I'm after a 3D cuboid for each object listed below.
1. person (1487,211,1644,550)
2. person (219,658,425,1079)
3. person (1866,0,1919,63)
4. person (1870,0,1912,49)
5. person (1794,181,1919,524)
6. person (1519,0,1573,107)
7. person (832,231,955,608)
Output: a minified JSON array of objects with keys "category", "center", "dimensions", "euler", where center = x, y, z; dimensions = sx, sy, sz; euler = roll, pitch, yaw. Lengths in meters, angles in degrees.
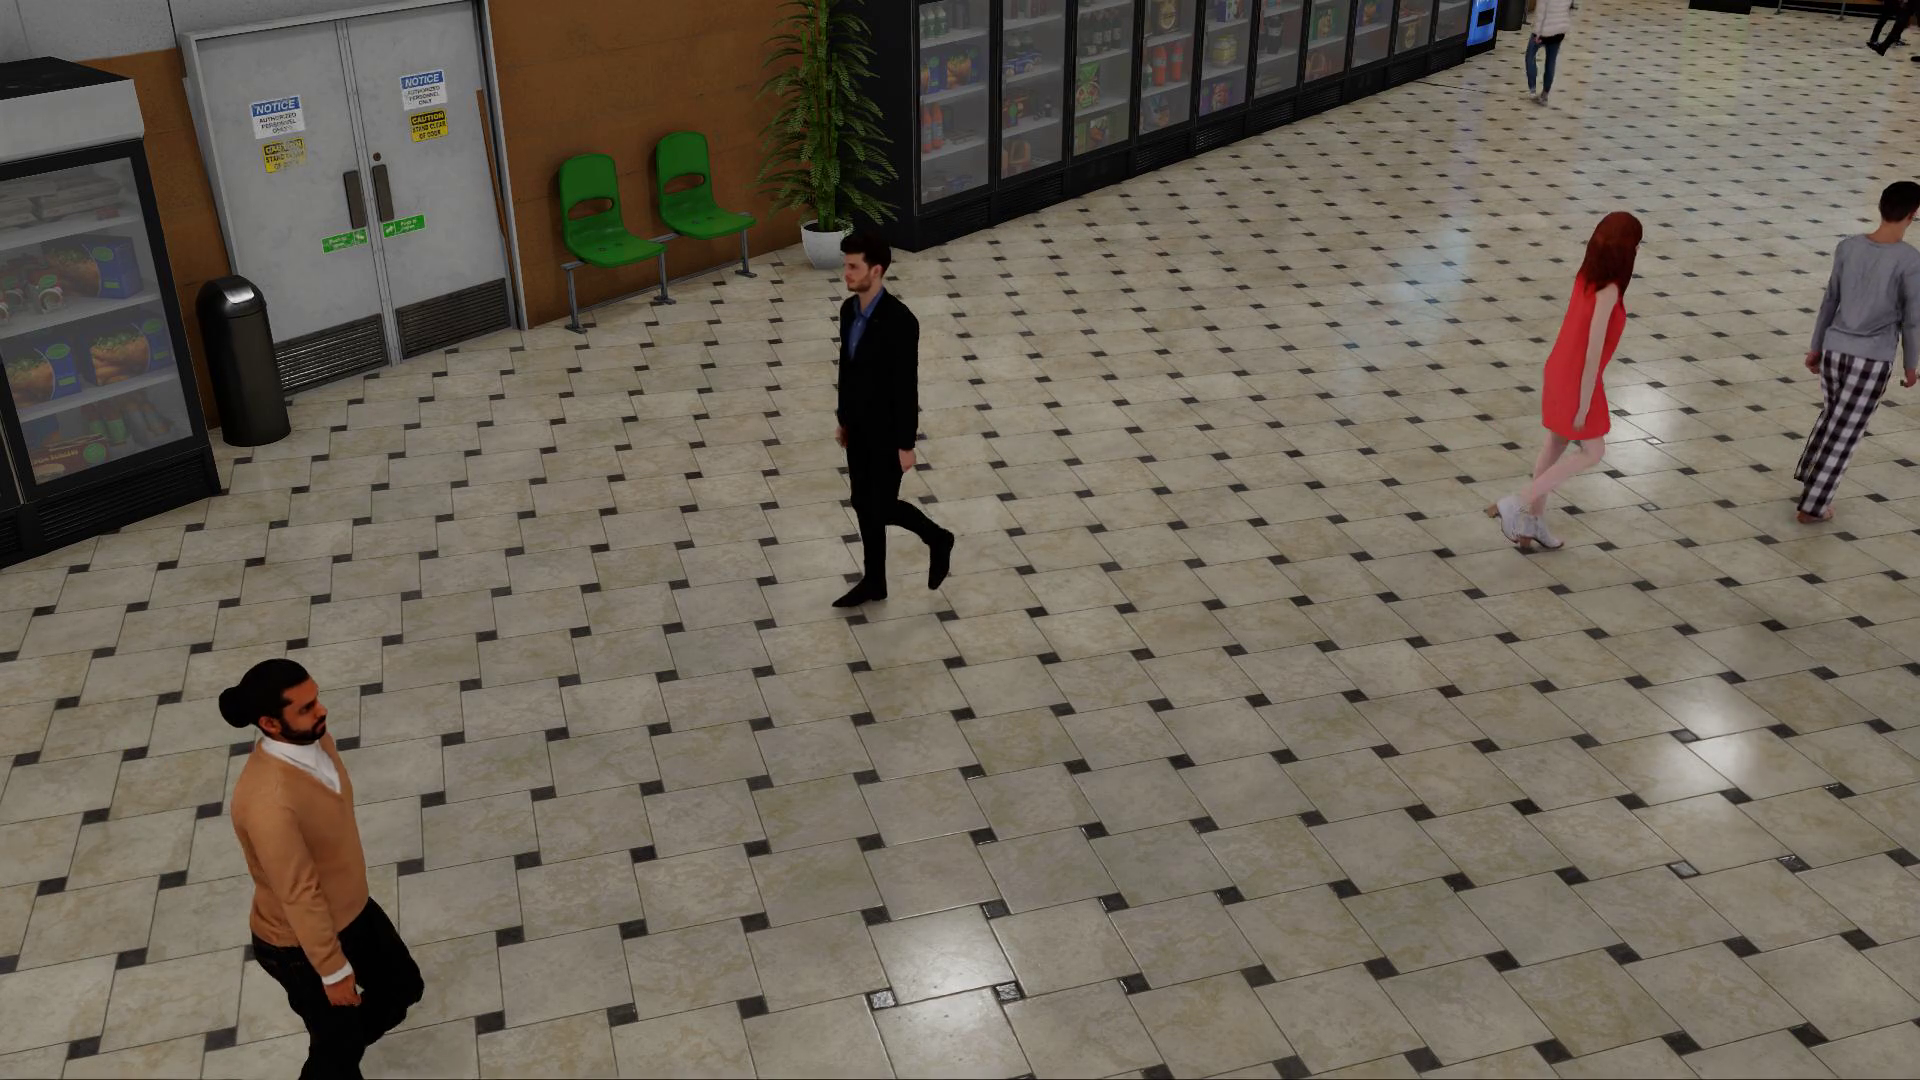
[{"category":"person","center":[2.986,-0.751,8.344],"dimensions":[0.906,1.809,0.836],"euler":[0,27,0]},{"category":"person","center":[-1.897,1.108,4.753],"dimensions":[0.855,1.741,0.804],"euler":[0,27,0]},{"category":"person","center":[11.662,-6.564,19.998],"dimensions":[1.046,1.636,0.618],"euler":[23,35,38]},{"category":"person","center":[11.699,-6.826,20.955],"dimensions":[0.684,1.236,0.522],"euler":[20,33,34]},{"category":"person","center":[4.634,-0.934,8.674],"dimensions":[0.834,1.836,0.773],"euler":[-13,30,-24]},{"category":"person","center":[6.398,-5.503,17.918],"dimensions":[0.731,1.625,0.772],"euler":[-6,28,-12]},{"category":"person","center":[-0.319,-0.558,7.888],"dimensions":[0.885,1.876,0.909],"euler":[-18,32,-32]}]
